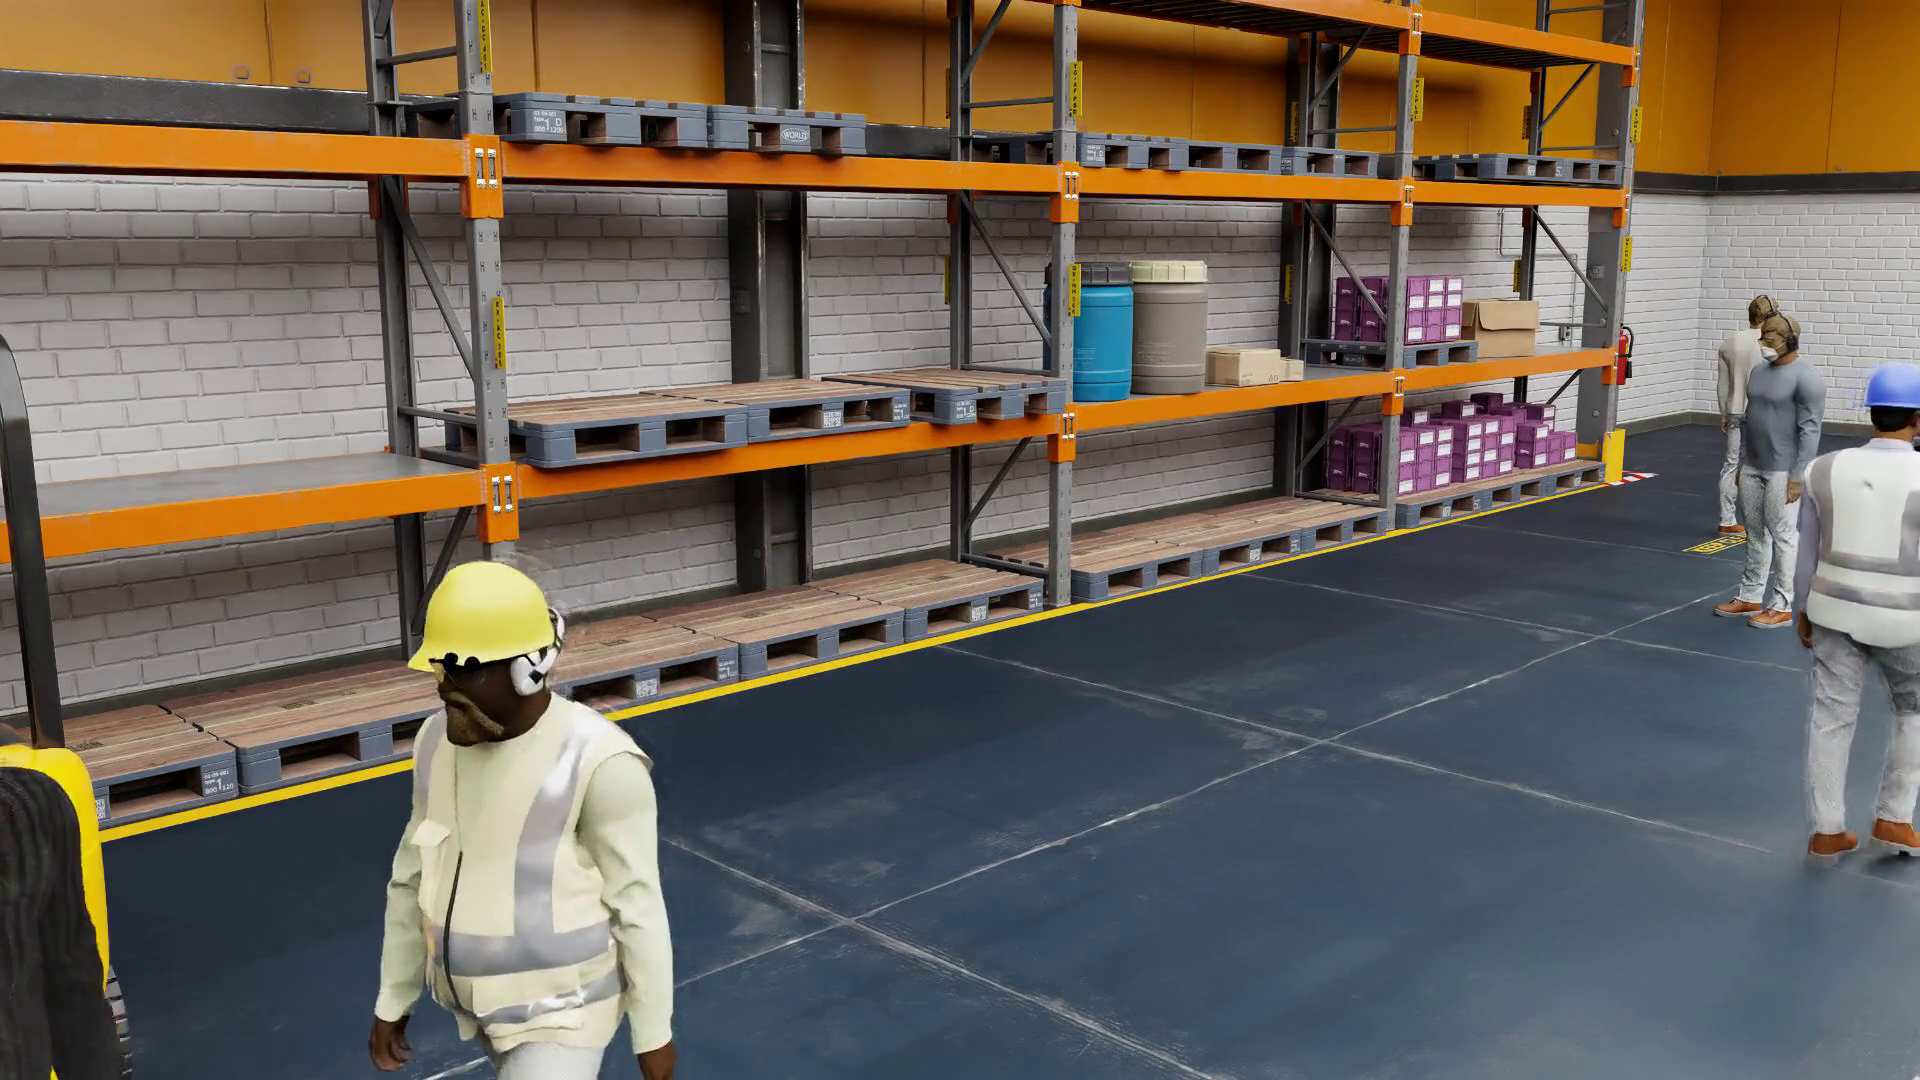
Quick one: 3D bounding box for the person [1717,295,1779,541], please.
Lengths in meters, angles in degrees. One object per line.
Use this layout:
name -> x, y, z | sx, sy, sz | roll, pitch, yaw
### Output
person -> 6.272, -0.959, 13.152 | 0.372, 1.940, 0.627 | -5, 12, -26

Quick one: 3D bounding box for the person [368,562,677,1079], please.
person -> -0.920, 0.924, 3.307 | 0.618, 1.777, 0.924 | 8, 13, 36

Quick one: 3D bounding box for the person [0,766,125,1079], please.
person -> -1.485, 1.005, 2.401 | 0.548, 1.948, 0.636 | 7, 13, 35

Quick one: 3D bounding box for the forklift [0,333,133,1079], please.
forklift -> -3.289, 0.485, 4.582 | 1.214, 2.155, 2.313 | -10, 14, -44

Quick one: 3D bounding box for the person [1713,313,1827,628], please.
person -> 5.011, -0.426, 10.261 | 0.373, 1.935, 0.628 | -2, 11, -11

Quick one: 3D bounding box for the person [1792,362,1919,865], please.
person -> 3.528, 0.286, 6.380 | 0.635, 1.924, 0.634 | -9, 13, -39
